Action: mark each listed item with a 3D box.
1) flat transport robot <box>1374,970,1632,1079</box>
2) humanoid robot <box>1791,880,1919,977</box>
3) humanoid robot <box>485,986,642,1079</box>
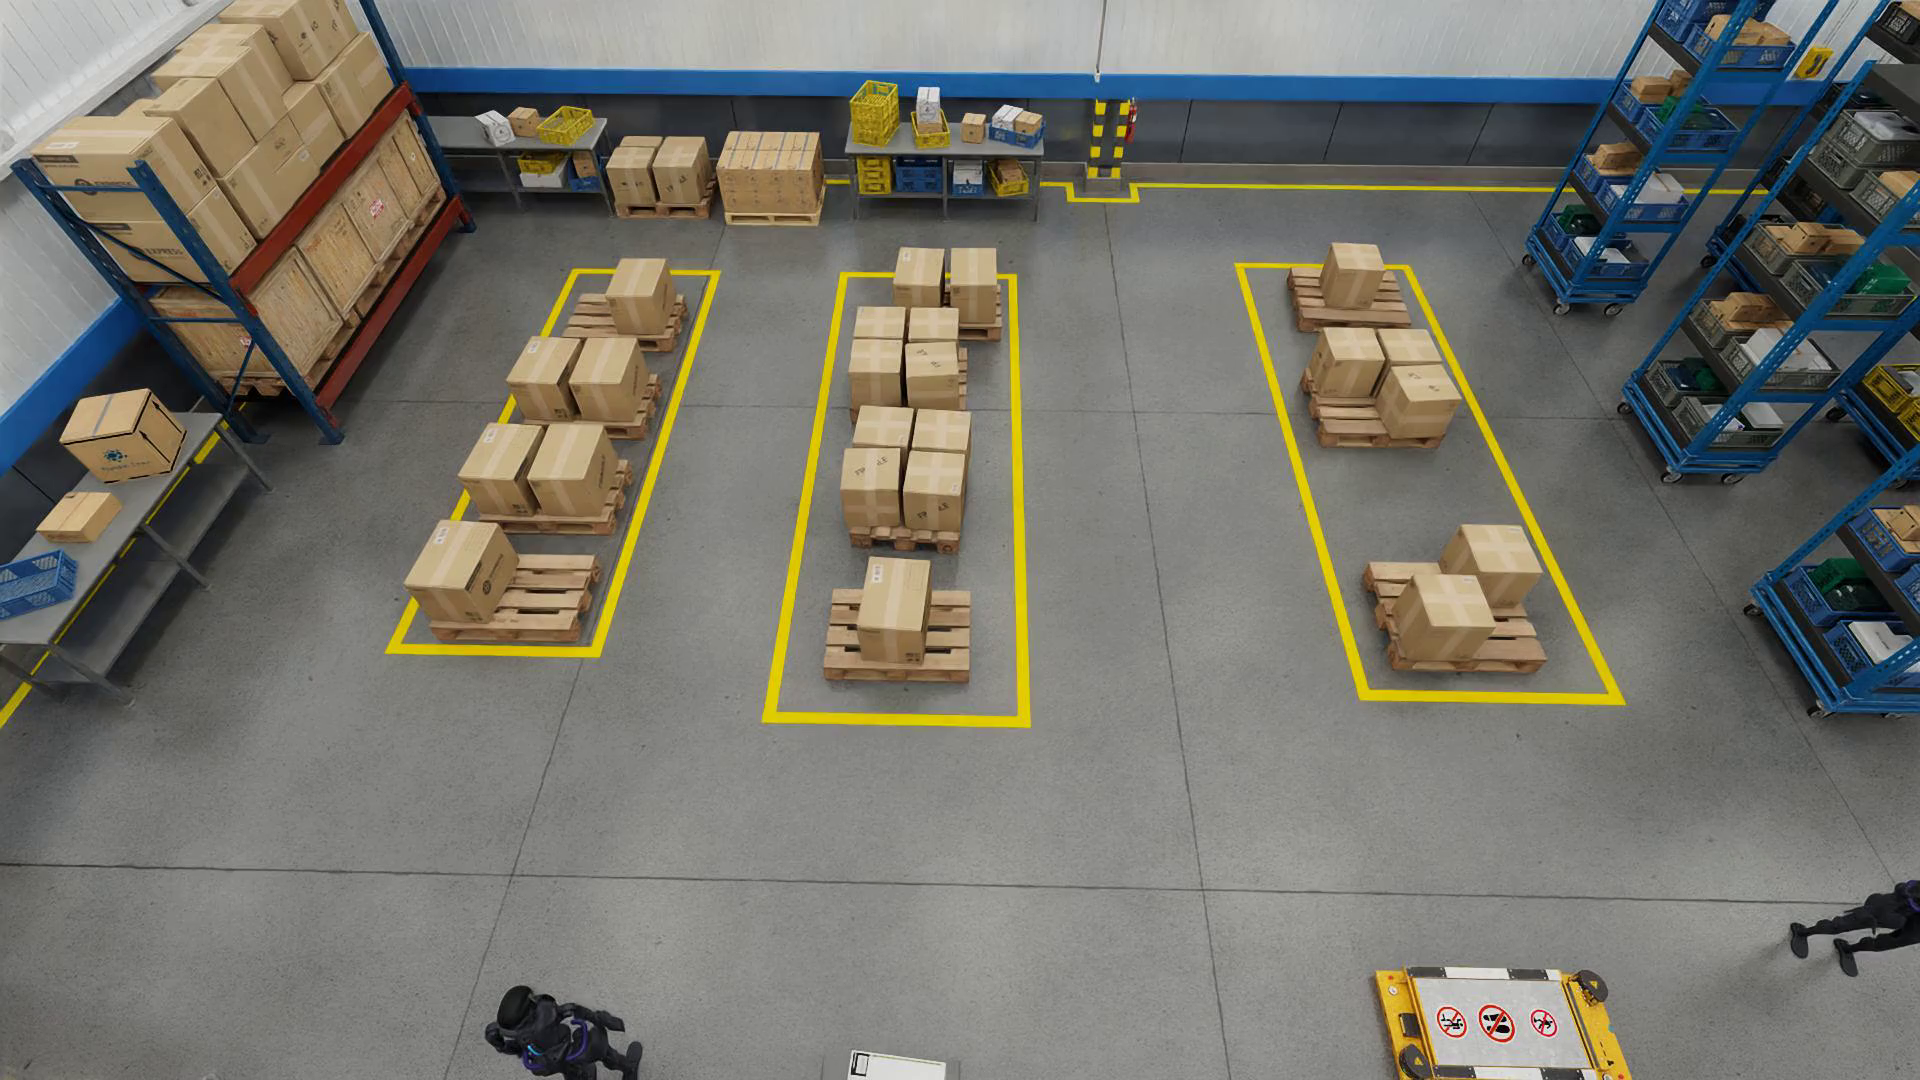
[{"bbox_3d":[3.501,3.133,5.914,1.431,0.197,0.652,1,51,1],"label":"flat transport robot"},{"bbox_3d":[5.932,2.340,5.667,0.570,1.649,0.348,20,54,16],"label":"humanoid robot"},{"bbox_3d":[-2.265,2.868,5.232,0.603,1.652,0.318,-12,52,-9],"label":"humanoid robot"}]
